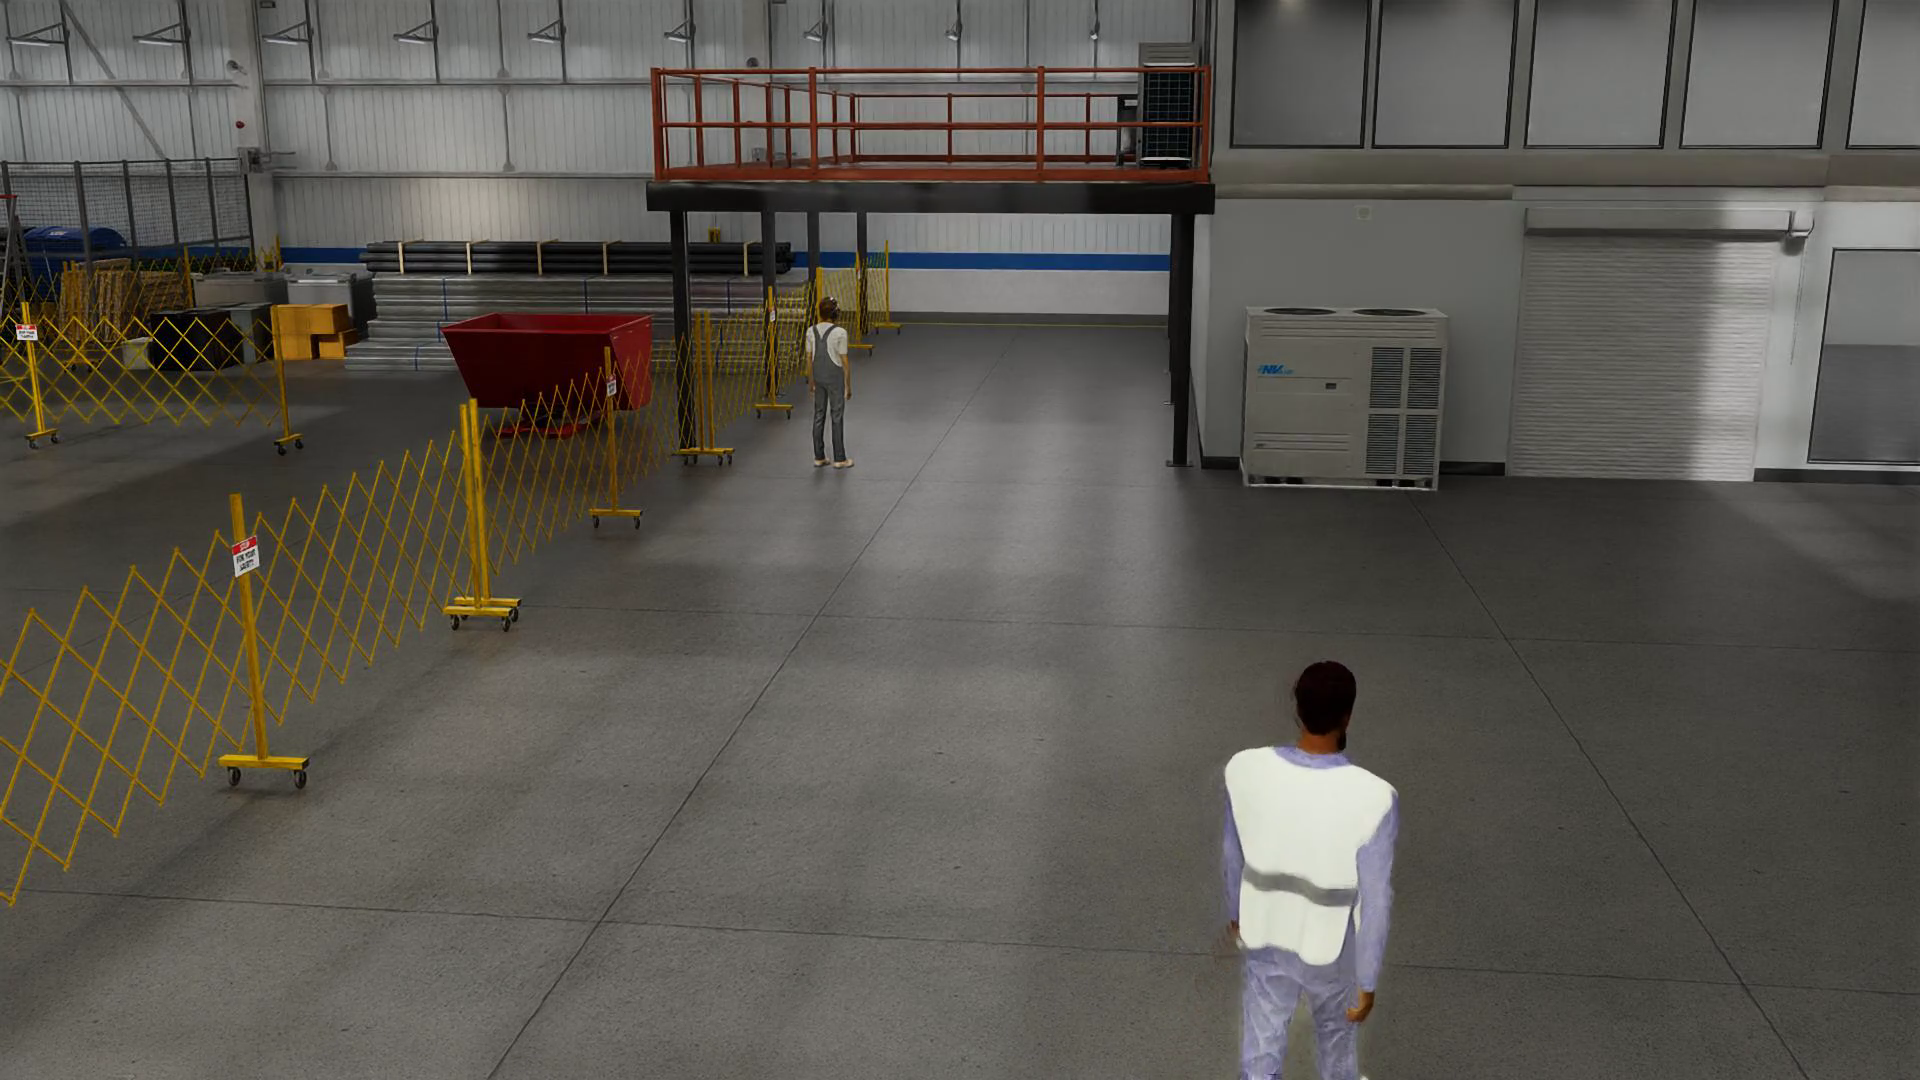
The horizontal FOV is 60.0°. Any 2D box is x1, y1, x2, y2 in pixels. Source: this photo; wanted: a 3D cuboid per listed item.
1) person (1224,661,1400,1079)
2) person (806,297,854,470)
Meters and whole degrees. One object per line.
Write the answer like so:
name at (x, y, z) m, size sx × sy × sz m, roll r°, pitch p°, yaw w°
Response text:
person at (1.175, 1.293, 5.587) m, size 0.609 × 1.871 × 0.960 m, roll 7°, pitch 15°, yaw 26°
person at (-1.395, -1.675, 17.792) m, size 0.521 × 1.844 × 0.331 m, roll 7°, pitch 15°, yaw 25°
